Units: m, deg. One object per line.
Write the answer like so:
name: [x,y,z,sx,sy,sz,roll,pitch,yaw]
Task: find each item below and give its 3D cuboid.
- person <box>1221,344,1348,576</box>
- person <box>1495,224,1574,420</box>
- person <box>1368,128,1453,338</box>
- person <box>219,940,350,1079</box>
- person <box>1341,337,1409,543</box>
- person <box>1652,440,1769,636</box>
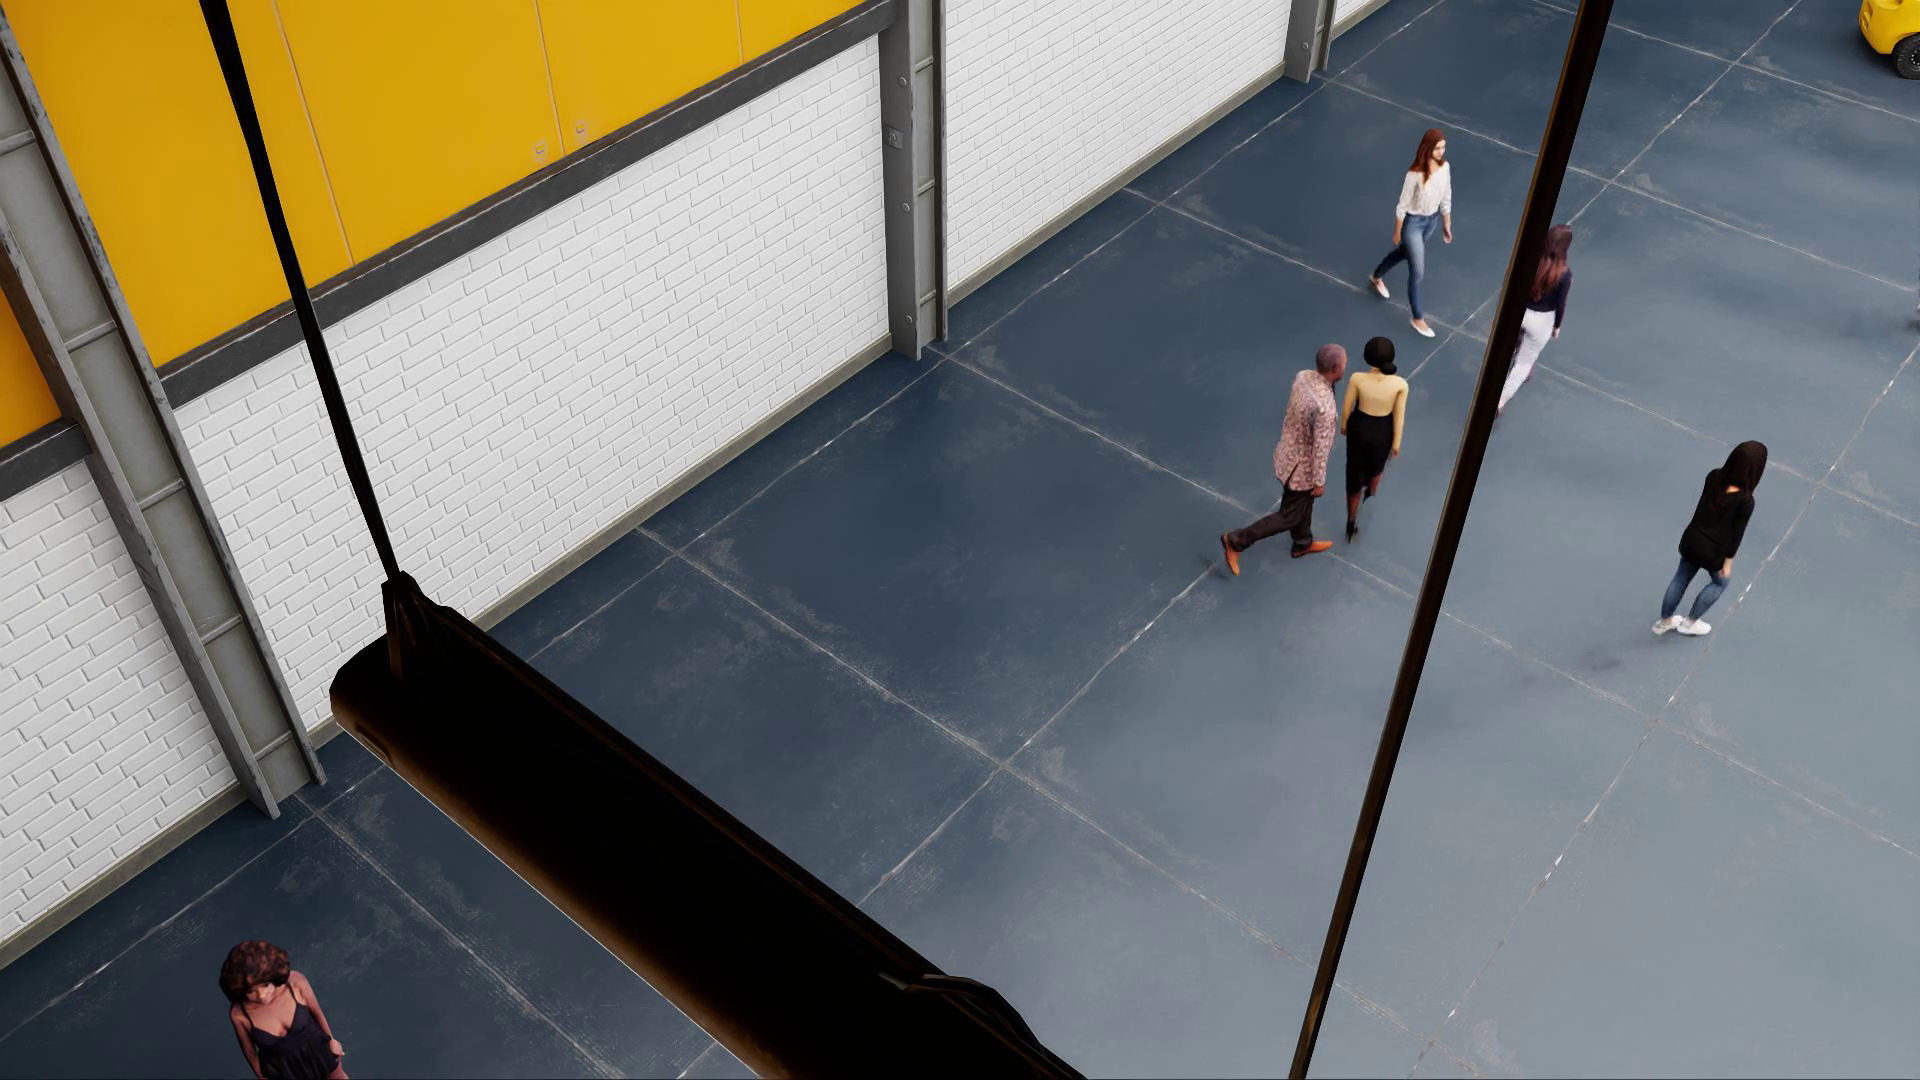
person: [2.210,-0.512,11.232,1.193,1.767,1.144,1,44,1]
person: [4.272,-1.620,12.531,0.700,1.578,1.081,34,53,30]
person: [3.651,-2.577,13.457,1.126,1.687,0.903,-22,48,-21]
person: [-3.211,2.501,8.053,0.521,1.790,0.645,-30,51,-28]
person: [2.806,-0.649,11.475,0.796,1.629,0.958,13,45,13]
person: [4.791,0.039,10.747,0.729,1.638,0.703,-17,46,-17]
